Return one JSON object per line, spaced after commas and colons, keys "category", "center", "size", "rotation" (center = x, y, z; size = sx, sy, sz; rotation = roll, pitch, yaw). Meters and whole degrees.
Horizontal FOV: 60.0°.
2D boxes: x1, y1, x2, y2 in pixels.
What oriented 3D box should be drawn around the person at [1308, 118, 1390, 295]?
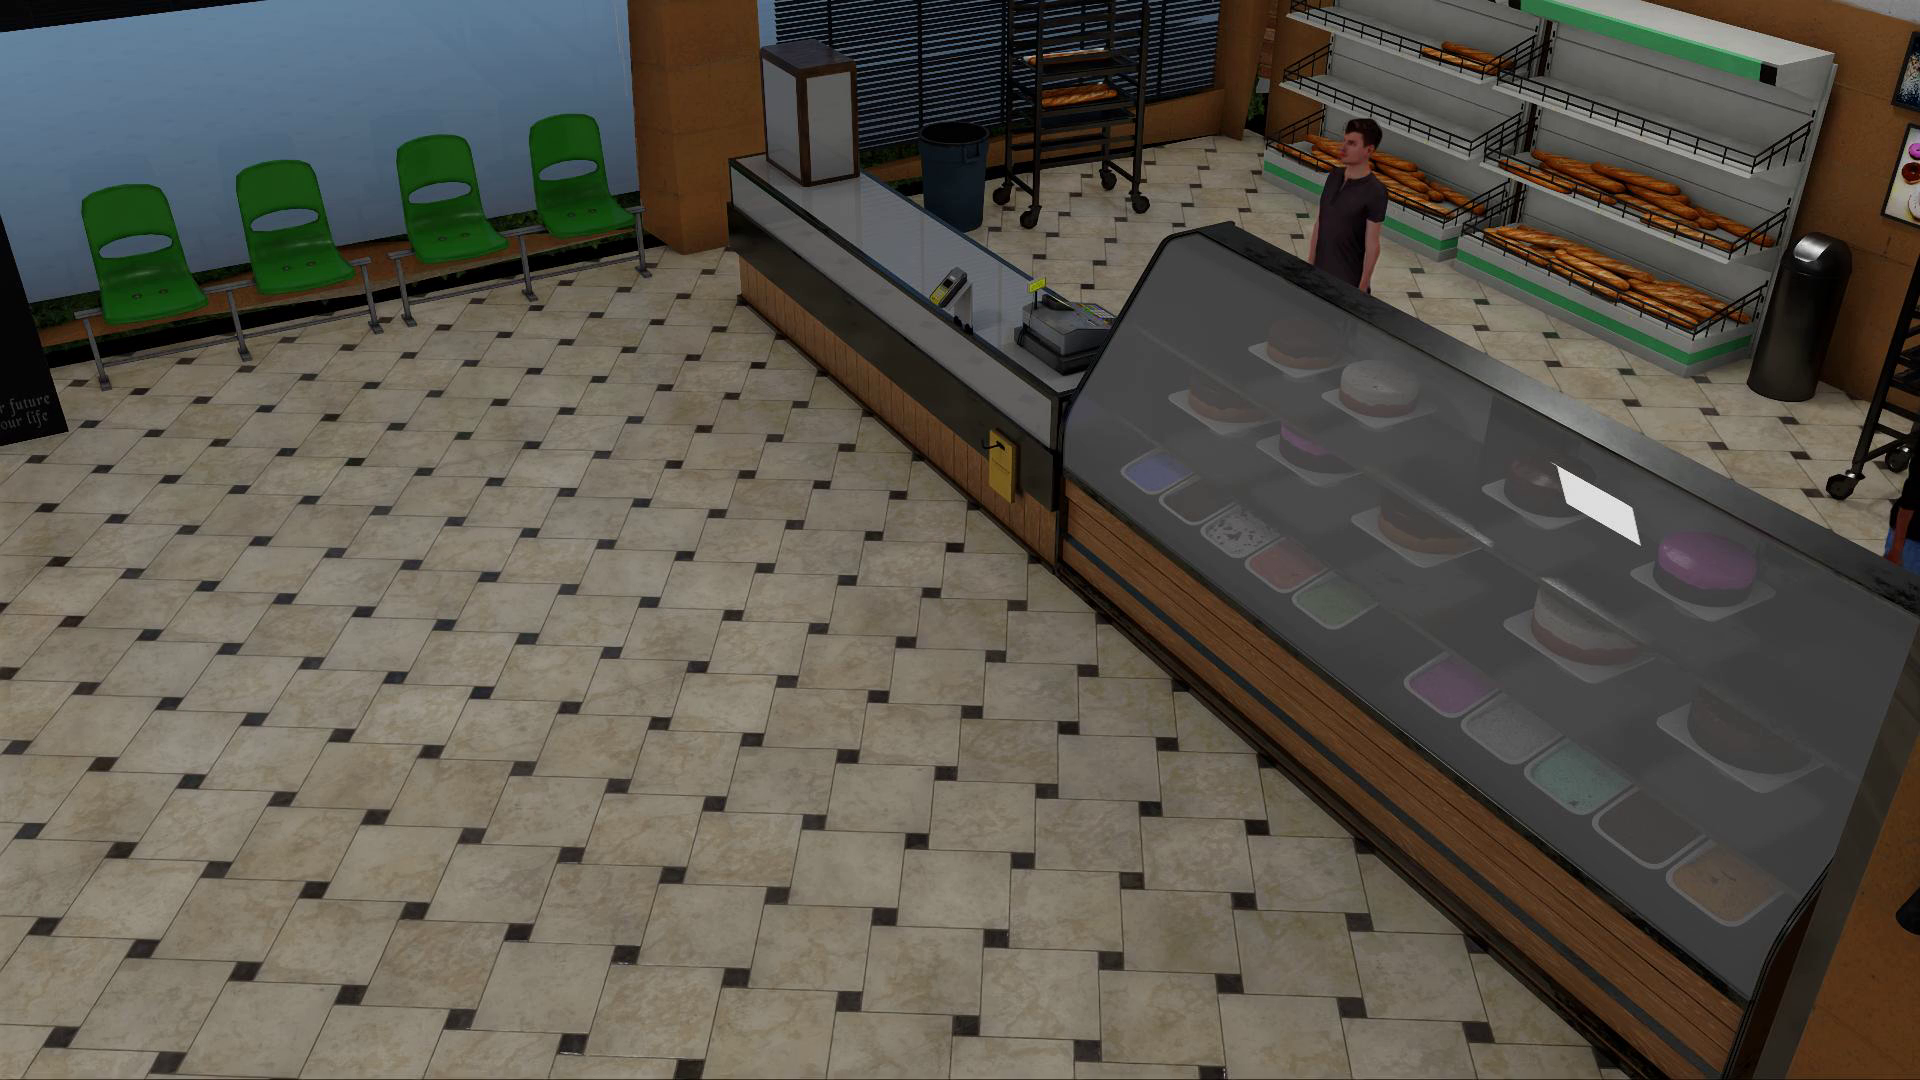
{"category": "person", "center": [2.144, -1.459, 9.336], "size": [0.524, 1.854, 0.633], "rotation": [-17, 36, -25]}
